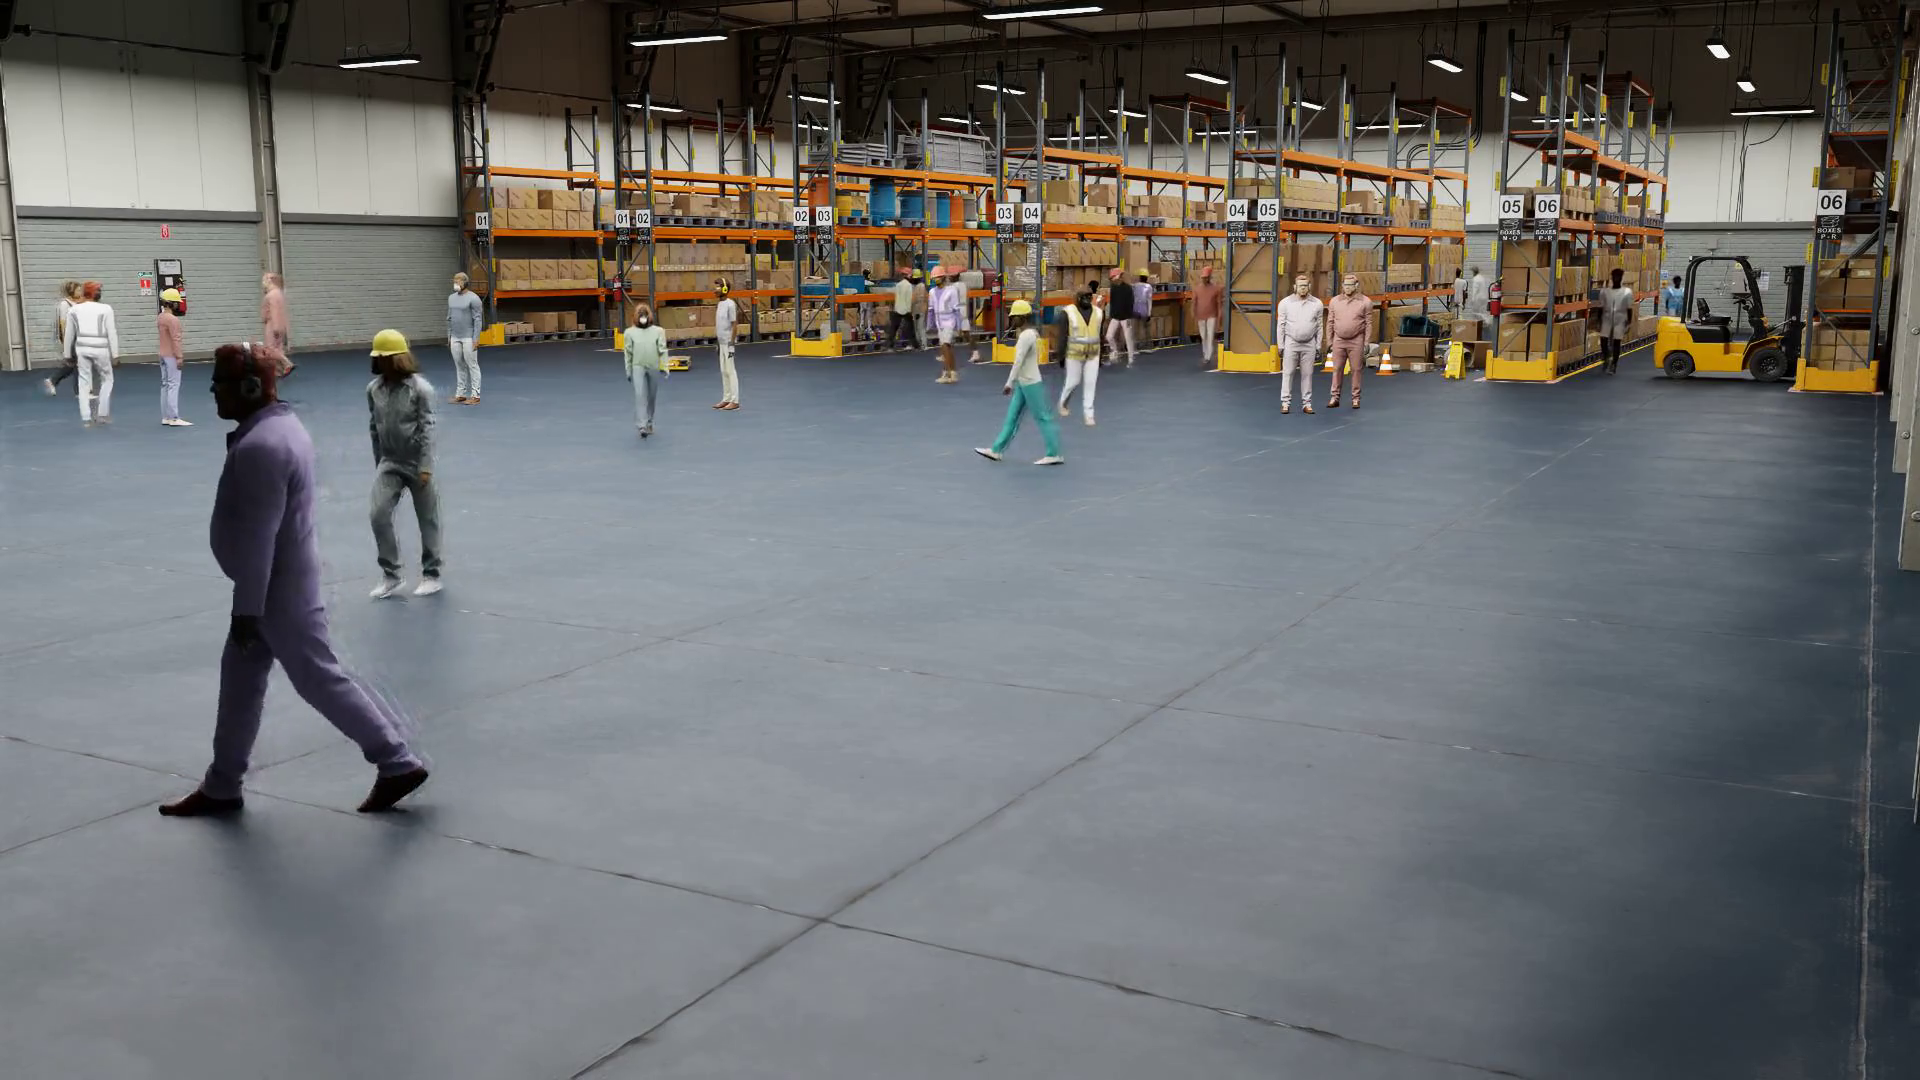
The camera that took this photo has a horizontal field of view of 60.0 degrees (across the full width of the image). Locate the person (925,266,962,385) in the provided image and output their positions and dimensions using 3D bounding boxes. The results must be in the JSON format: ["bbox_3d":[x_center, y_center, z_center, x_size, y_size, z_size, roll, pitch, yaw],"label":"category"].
[{"bbox_3d":[-0.308,-3.642,28.260,0.792,2.001,0.619,-9,13,-43],"label":"person"}]

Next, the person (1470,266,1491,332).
[{"bbox_3d":[14.668,-6.783,46.939,0.609,1.913,0.676,4,10,22],"label":"person"}]

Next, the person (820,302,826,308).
[{"bbox_3d":[-3.849,-6.994,48.083,0.545,1.941,0.350,5,11,29],"label":"person"}]

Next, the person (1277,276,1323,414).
[{"bbox_3d":[4.699,-2.689,22.976,0.643,1.908,0.408,0,10,-1],"label":"person"}]

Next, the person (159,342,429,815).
[{"bbox_3d":[-2.593,0.165,6.423,0.992,1.864,0.657,-3,10,-18],"label":"person"}]

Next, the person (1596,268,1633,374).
[{"bbox_3d":[11.996,-4.004,30.538,0.634,1.947,0.657,5,11,28],"label":"person"}]

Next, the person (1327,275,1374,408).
[{"bbox_3d":[5.563,-2.833,23.822,0.644,1.907,0.399,5,11,25],"label":"person"}]

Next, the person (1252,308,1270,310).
[{"bbox_3d":[7.468,-5.804,41.168,0.555,1.923,0.719,5,11,28],"label":"person"}]

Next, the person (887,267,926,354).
[{"bbox_3d":[-1.253,-5.115,37.157,1.060,1.930,0.634,-9,13,-43],"label":"person"}]

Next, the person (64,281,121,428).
[{"bbox_3d":[-11.085,-2.374,21.259,0.738,1.851,0.756,-1,10,-6],"label":"person"}]

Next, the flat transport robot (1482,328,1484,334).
[{"bbox_3d":[14.004,-5.818,46.079,0.652,0.197,1.431,1,10,3],"label":"flat transport robot"}]

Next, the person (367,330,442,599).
[{"bbox_3d":[-3.531,-0.471,10.549,0.495,1.714,0.586,2,10,11],"label":"person"}]

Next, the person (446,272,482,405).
[{"bbox_3d":[-7.283,-2.952,24.422,0.631,1.940,0.372,5,11,27],"label":"person"}]

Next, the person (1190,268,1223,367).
[{"bbox_3d":[4.842,-4.380,32.771,0.611,1.940,0.998,4,10,22],"label":"person"}]

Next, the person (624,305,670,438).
[{"bbox_3d":[-3.778,-2.036,20.073,0.517,1.587,0.845,-3,10,-17],"label":"person"}]

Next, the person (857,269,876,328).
[{"bbox_3d":[-2.281,-5.691,40.661,0.532,1.869,0.311,4,11,23],"label":"person"}]

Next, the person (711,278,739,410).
[{"bbox_3d":[-3.323,-2.769,23.554,0.329,1.871,0.513,-6,11,-29],"label":"person"}]

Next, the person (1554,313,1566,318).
[{"bbox_3d":[16.052,-6.387,44.759,0.788,1.855,0.596,2,10,10],"label":"person"}]

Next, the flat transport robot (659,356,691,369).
[{"bbox_3d":[-5.534,-3.407,31.962,0.652,0.197,1.431,-1,10,-7],"label":"flat transport robot"}]

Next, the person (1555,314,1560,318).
[{"bbox_3d":[16.285,-6.614,45.563,0.971,2.000,0.715,3,10,19],"label":"person"}]

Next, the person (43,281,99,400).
[{"bbox_3d":[-13.528,-3.015,25.189,0.755,1.816,0.529,-1,10,-8],"label":"person"}]

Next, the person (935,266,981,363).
[{"bbox_3d":[-0.020,-4.599,33.958,1.104,1.986,0.618,7,12,37],"label":"person"}]

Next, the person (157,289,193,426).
[{"bbox_3d":[-10.091,-2.336,21.345,0.520,1.761,0.335,9,13,43],"label":"person"}]

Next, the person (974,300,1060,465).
[{"bbox_3d":[0.618,-1.630,17.351,0.935,1.710,0.529,1,10,3],"label":"person"}]

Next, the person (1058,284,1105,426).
[{"bbox_3d":[1.551,-2.406,21.587,0.641,1.820,0.700,-3,10,-17],"label":"person"}]

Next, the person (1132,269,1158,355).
[{"bbox_3d":[4.053,-5.046,36.829,0.612,1.883,0.936,6,11,32],"label":"person"}]

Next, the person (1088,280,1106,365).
[{"bbox_3d":[2.661,-4.331,33.196,0.533,1.699,0.318,4,11,24],"label":"person"}]

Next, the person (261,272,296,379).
[{"bbox_3d":[-12.113,-3.780,29.418,0.465,1.888,0.649,-2,10,-14],"label":"person"}]

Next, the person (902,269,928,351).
[{"bbox_3d":[-1.001,-5.251,38.040,0.706,1.881,0.620,-6,11,-32],"label":"person"}]

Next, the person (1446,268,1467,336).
[{"bbox_3d":[13.270,-6.334,44.465,0.510,1.860,0.333,2,10,11],"label":"person"}]

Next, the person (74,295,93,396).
[{"bbox_3d":[-13.795,-3.078,26.048,0.285,1.634,0.499,-5,11,-26],"label":"person"}]

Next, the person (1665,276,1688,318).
[{"bbox_3d":[18.625,-6.029,43.270,0.538,1.661,0.858,1,10,6],"label":"person"}]

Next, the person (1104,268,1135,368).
[{"bbox_3d":[3.134,-4.332,32.501,0.452,1.955,0.690,-9,13,-41],"label":"person"}]
